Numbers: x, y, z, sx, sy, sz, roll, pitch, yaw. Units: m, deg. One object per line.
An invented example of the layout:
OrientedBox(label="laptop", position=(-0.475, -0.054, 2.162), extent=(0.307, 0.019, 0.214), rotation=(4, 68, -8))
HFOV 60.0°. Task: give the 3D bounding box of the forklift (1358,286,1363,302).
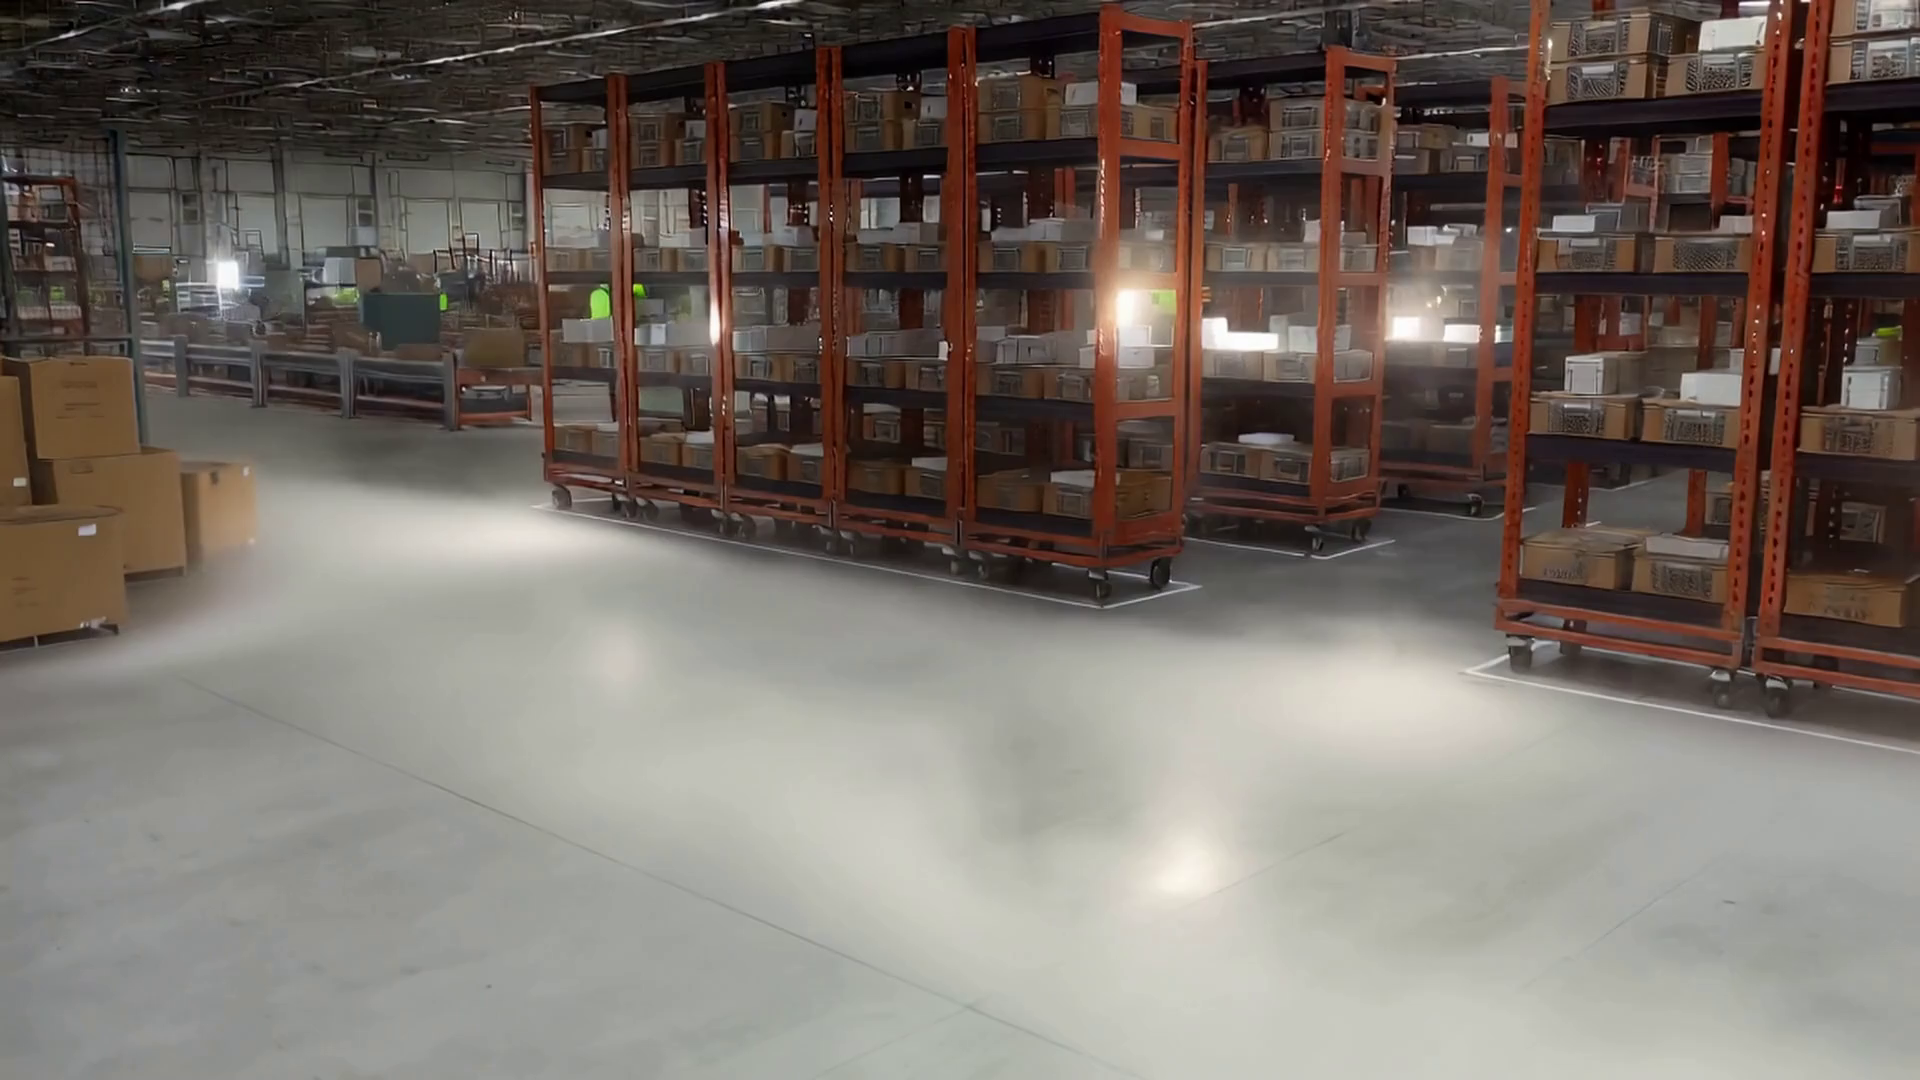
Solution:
OrientedBox(label="forklift", position=(11.100, -7.017, 46.970), extent=(1.873, 2.768, 1.129), rotation=(9, 13, 43))

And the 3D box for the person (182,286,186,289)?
OrientedBox(label="person", position=(-40.526, -12.979, 86.808), extent=(0.897, 1.802, 0.640), rotation=(-2, 10, -13))

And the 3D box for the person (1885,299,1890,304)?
OrientedBox(label="person", position=(26.680, -6.537, 47.511), extent=(0.404, 1.735, 0.550), rotation=(-9, 13, -44))

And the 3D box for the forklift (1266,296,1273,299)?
OrientedBox(label="forklift", position=(11.786, -8.962, 58.893), extent=(1.873, 2.768, 1.129), rotation=(9, 13, 43))

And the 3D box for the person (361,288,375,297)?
OrientedBox(label="person", position=(-18.962, -7.551, 53.191), extent=(0.546, 1.924, 0.406), rotation=(-1, 9, -5))

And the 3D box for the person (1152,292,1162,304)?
OrientedBox(label="person", position=(6.352, -7.451, 53.441), extent=(0.278, 1.633, 0.507), rotation=(-3, 10, -20))

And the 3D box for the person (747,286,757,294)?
OrientedBox(label="person", position=(-7.856, -8.880, 61.710), extent=(0.868, 1.791, 0.611), rotation=(-1, 9, -6))

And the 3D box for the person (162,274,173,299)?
OrientedBox(label="person", position=(-34.420, -10.643, 72.407), extent=(0.591, 1.846, 0.961), rotation=(5, 11, 29))

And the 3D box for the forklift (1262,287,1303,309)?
OrientedBox(label="forklift", position=(10.769, -8.203, 54.240), extent=(1.129, 2.768, 1.873), rotation=(8, 12, 42))

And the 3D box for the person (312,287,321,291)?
OrientedBox(label="person", position=(-23.056, -8.603, 59.513), extent=(0.561, 1.952, 0.621), rotation=(-6, 11, -35))

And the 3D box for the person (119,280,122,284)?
OrientedBox(label="person", position=(-40.563, -11.991, 80.667), extent=(0.519, 1.842, 0.838), rotation=(5, 11, 30))

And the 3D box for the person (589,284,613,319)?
OrientedBox(label="person", position=(-7.063, -4.236, 32.929), extent=(0.401, 1.911, 0.649), rotation=(-7, 12, -38))

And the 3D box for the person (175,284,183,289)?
OrientedBox(label="person", position=(-30.003, -9.194, 63.857), extent=(0.636, 1.726, 0.490), rotation=(1, 9, 8))

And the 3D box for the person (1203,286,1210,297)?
OrientedBox(label="person", position=(8.181, -7.625, 54.553), extent=(0.514, 1.617, 0.370), rotation=(7, 11, 36))

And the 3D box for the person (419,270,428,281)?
OrientedBox(label="person", position=(-28.302, -13.282, 87.949), extent=(0.535, 2.000, 0.716), rotation=(-5, 10, -28))

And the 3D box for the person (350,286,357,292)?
OrientedBox(label="person", position=(-31.973, -13.175, 87.636), extent=(0.386, 1.926, 0.591), rotation=(1, 9, 3))

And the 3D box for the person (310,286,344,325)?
OrientedBox(label="person", position=(-12.415, -4.266, 32.659), extent=(0.614, 2.041, 0.390), rotation=(-5, 11, -29))

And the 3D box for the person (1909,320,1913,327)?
OrientedBox(label="person", position=(12.297, -2.394, 21.322), extent=(0.375, 1.997, 0.611), rotation=(5, 10, 28))

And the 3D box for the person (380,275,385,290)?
OrientedBox(label="person", position=(-21.027, -8.781, 60.959), extent=(0.529, 1.845, 0.655), rotation=(7, 11, 36))
